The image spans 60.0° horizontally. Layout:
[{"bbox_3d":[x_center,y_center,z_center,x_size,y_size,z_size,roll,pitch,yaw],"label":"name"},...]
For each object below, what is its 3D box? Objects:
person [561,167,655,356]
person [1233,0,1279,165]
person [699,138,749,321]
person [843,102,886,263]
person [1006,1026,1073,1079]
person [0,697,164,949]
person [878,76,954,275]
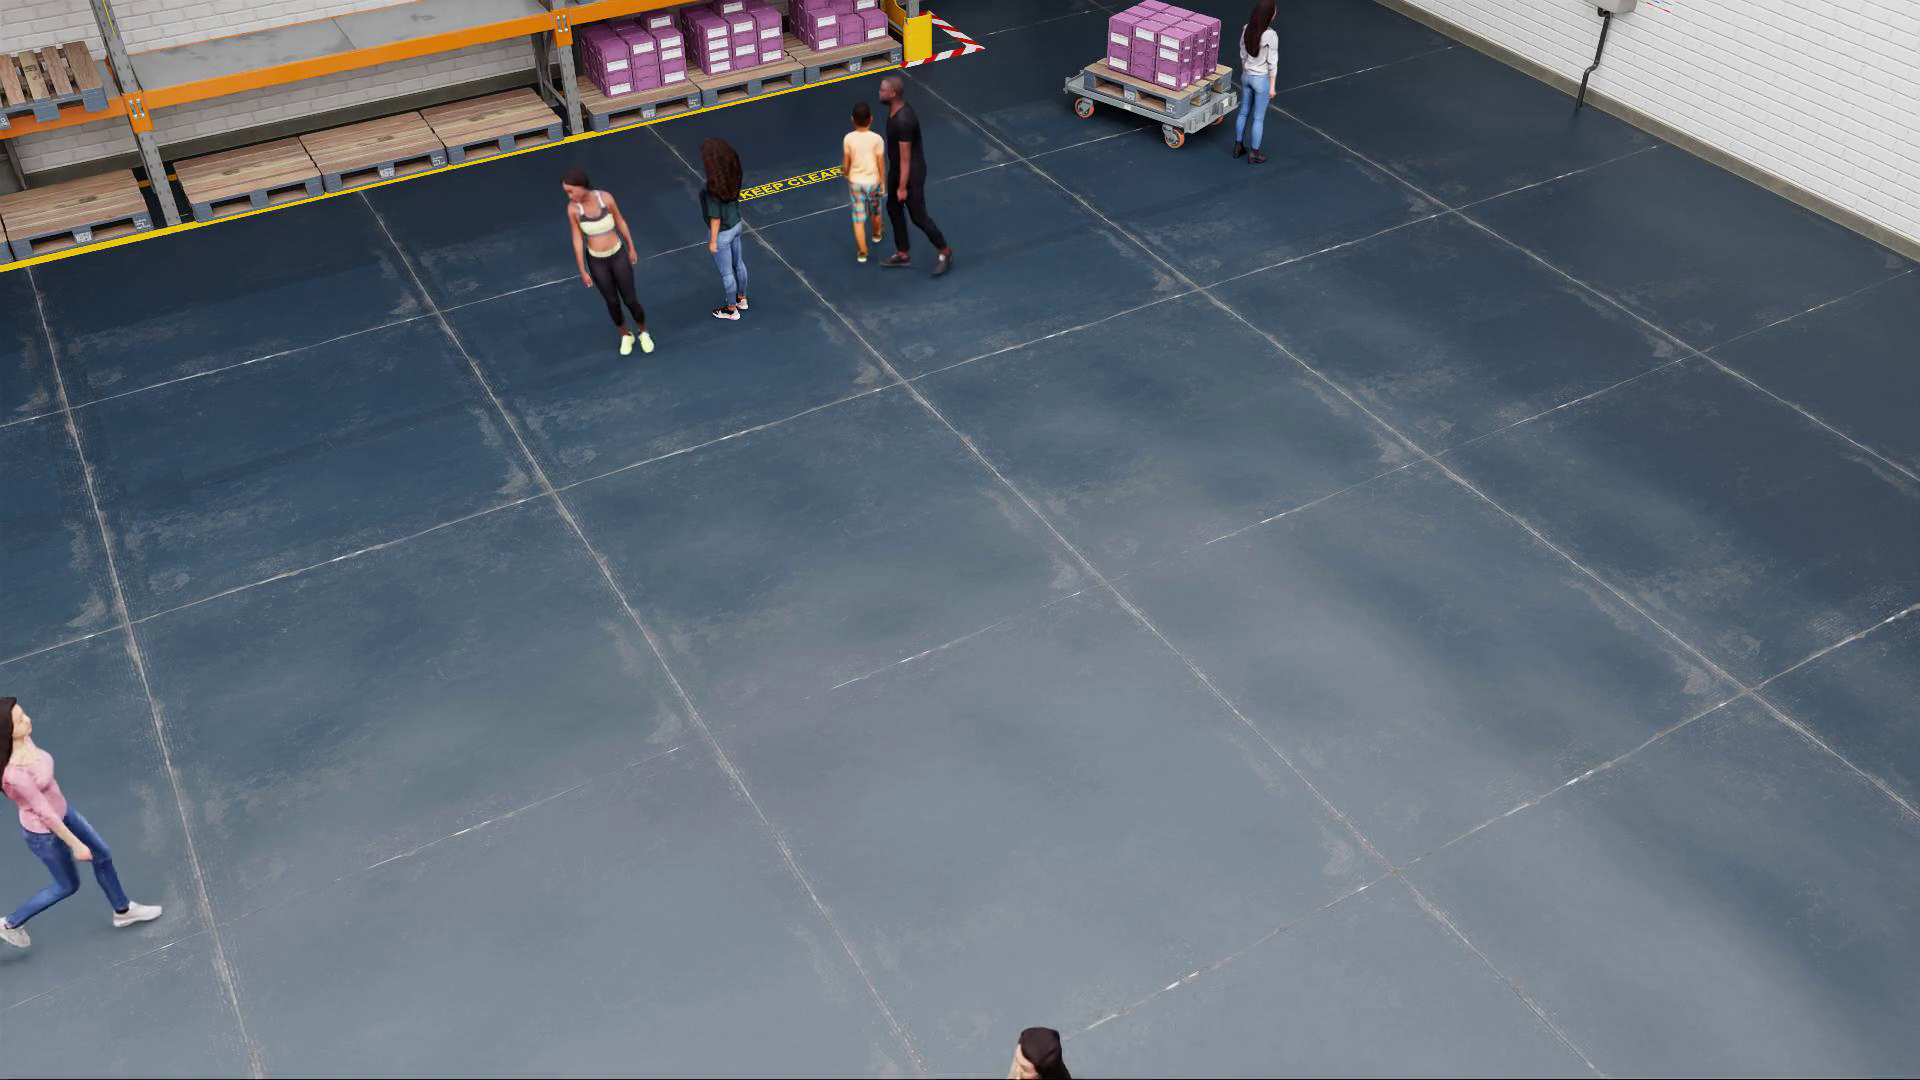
[{"bbox_3d":[-2.829,-2.257,13.470,0.622,1.702,0.809,-18,42,-21],"label":"person"},{"bbox_3d":[2.915,-4.517,16.356,0.548,1.633,0.629,-26,45,-29],"label":"person"},{"bbox_3d":[-1.977,-2.619,13.993,0.769,1.616,0.689,17,42,20],"label":"person"},{"bbox_3d":[-0.857,-3.152,14.801,0.864,1.441,0.831,0,39,0],"label":"person"},{"bbox_3d":[0.431,2.646,7.315,0.650,1.722,0.631,-14,41,-16],"label":"person"},{"bbox_3d":[-4.843,1.531,8.710,1.061,1.724,0.696,-12,40,-14],"label":"person"},{"bbox_3d":[-0.396,-3.173,14.547,0.986,1.790,0.816,-11,40,-14],"label":"person"}]
